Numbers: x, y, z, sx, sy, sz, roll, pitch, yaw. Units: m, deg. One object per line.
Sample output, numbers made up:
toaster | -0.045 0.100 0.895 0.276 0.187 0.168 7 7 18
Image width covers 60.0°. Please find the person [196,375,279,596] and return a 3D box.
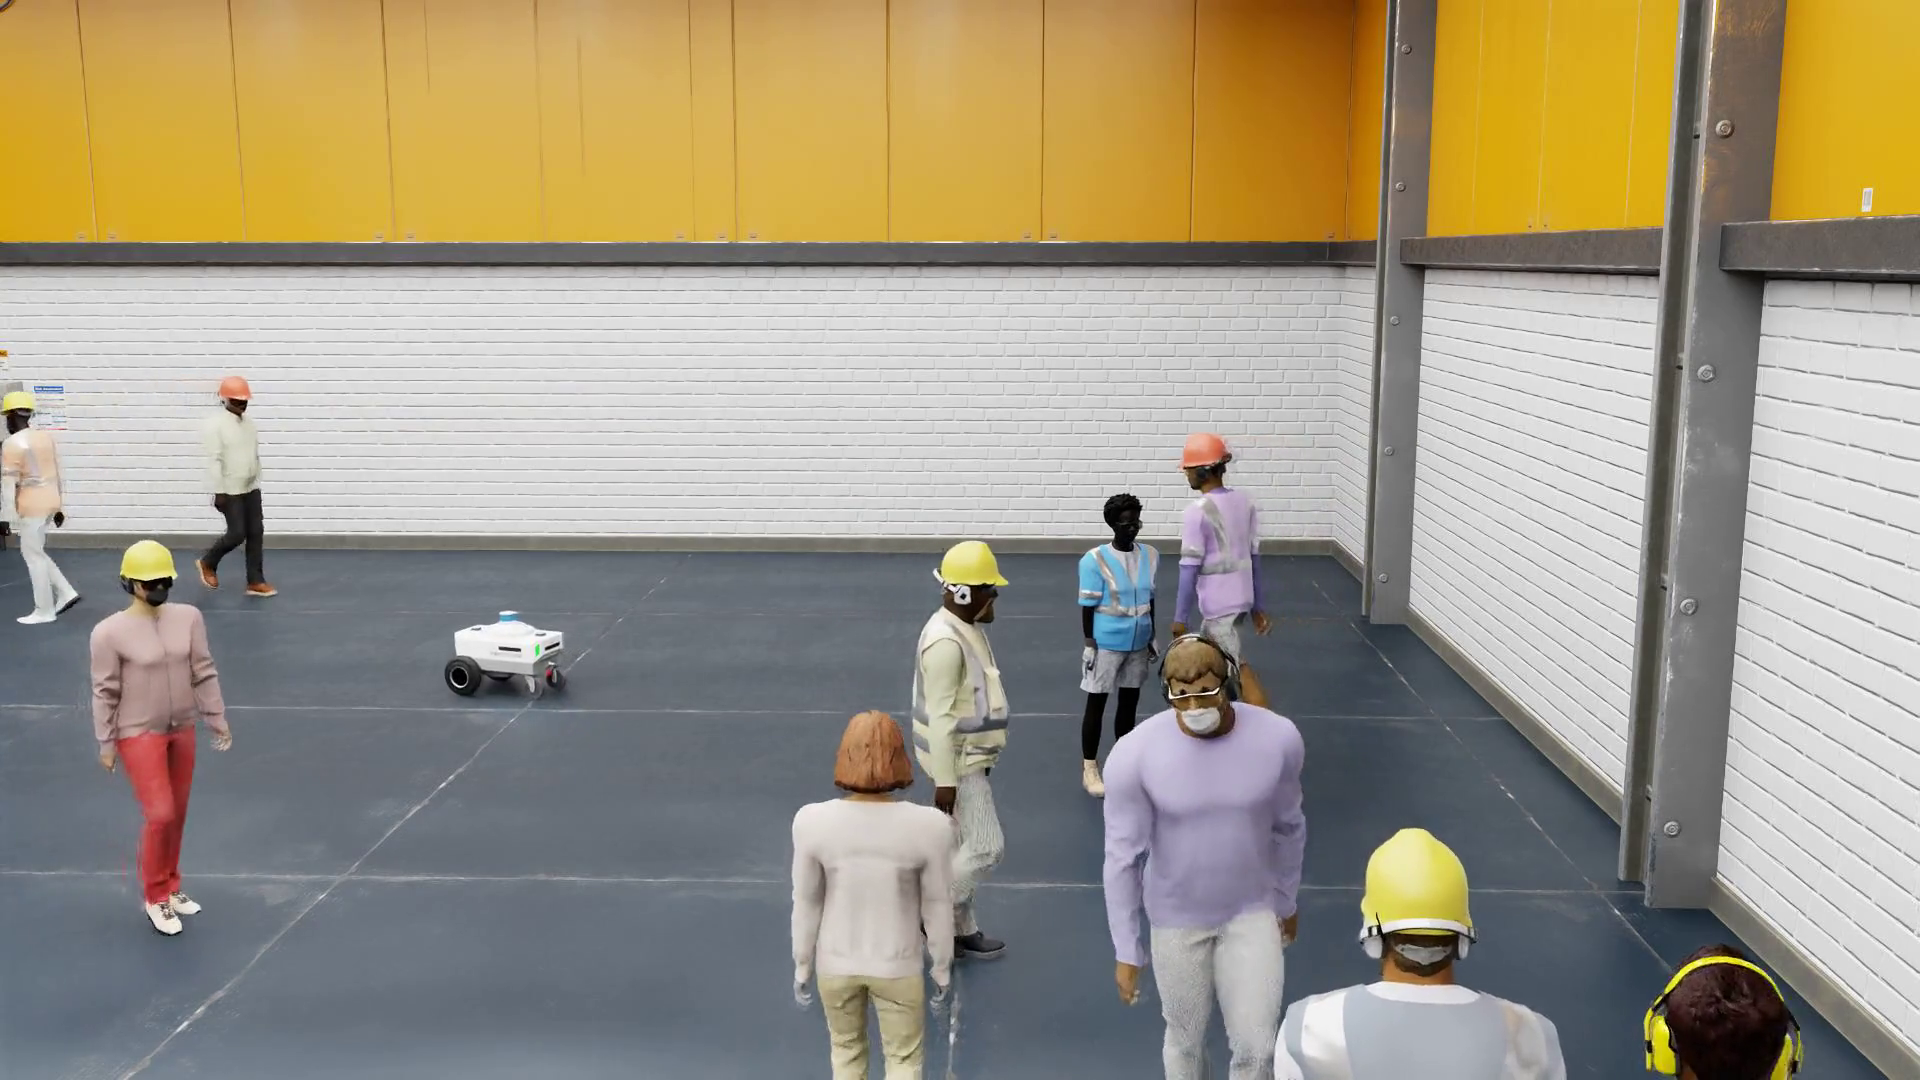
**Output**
person | -6.376 -0.464 14.561 0.597 1.970 0.637 3 10 18

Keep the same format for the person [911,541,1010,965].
person | 0.016 0.904 6.991 0.421 1.819 0.622 1 10 8

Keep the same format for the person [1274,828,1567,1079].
person | 0.935 1.503 3.487 0.598 1.825 0.404 2 10 10

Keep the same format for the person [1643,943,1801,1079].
person | 1.263 1.608 2.898 0.510 1.825 0.957 1 10 9

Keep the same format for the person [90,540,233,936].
person | -3.516 0.867 7.417 0.558 1.754 0.531 5 11 26

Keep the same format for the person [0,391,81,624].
person | -7.563 -0.257 13.533 0.431 1.903 0.599 -1 10 -4

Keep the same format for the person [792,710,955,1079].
person | -0.274 1.334 5.090 0.507 1.617 0.606 1 10 4

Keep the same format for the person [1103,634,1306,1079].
person | 0.751 1.182 5.159 0.654 1.889 0.605 -1 10 -4

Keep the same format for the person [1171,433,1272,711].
person | 1.540 0.370 9.701 1.072 1.983 0.606 7 12 36

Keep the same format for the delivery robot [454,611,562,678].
delivery robot | -3.097 0.733 11.420 0.707 0.478 0.477 3 10 19

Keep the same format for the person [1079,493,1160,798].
person | 0.890 0.575 9.279 0.536 1.696 0.321 -6 11 -31
